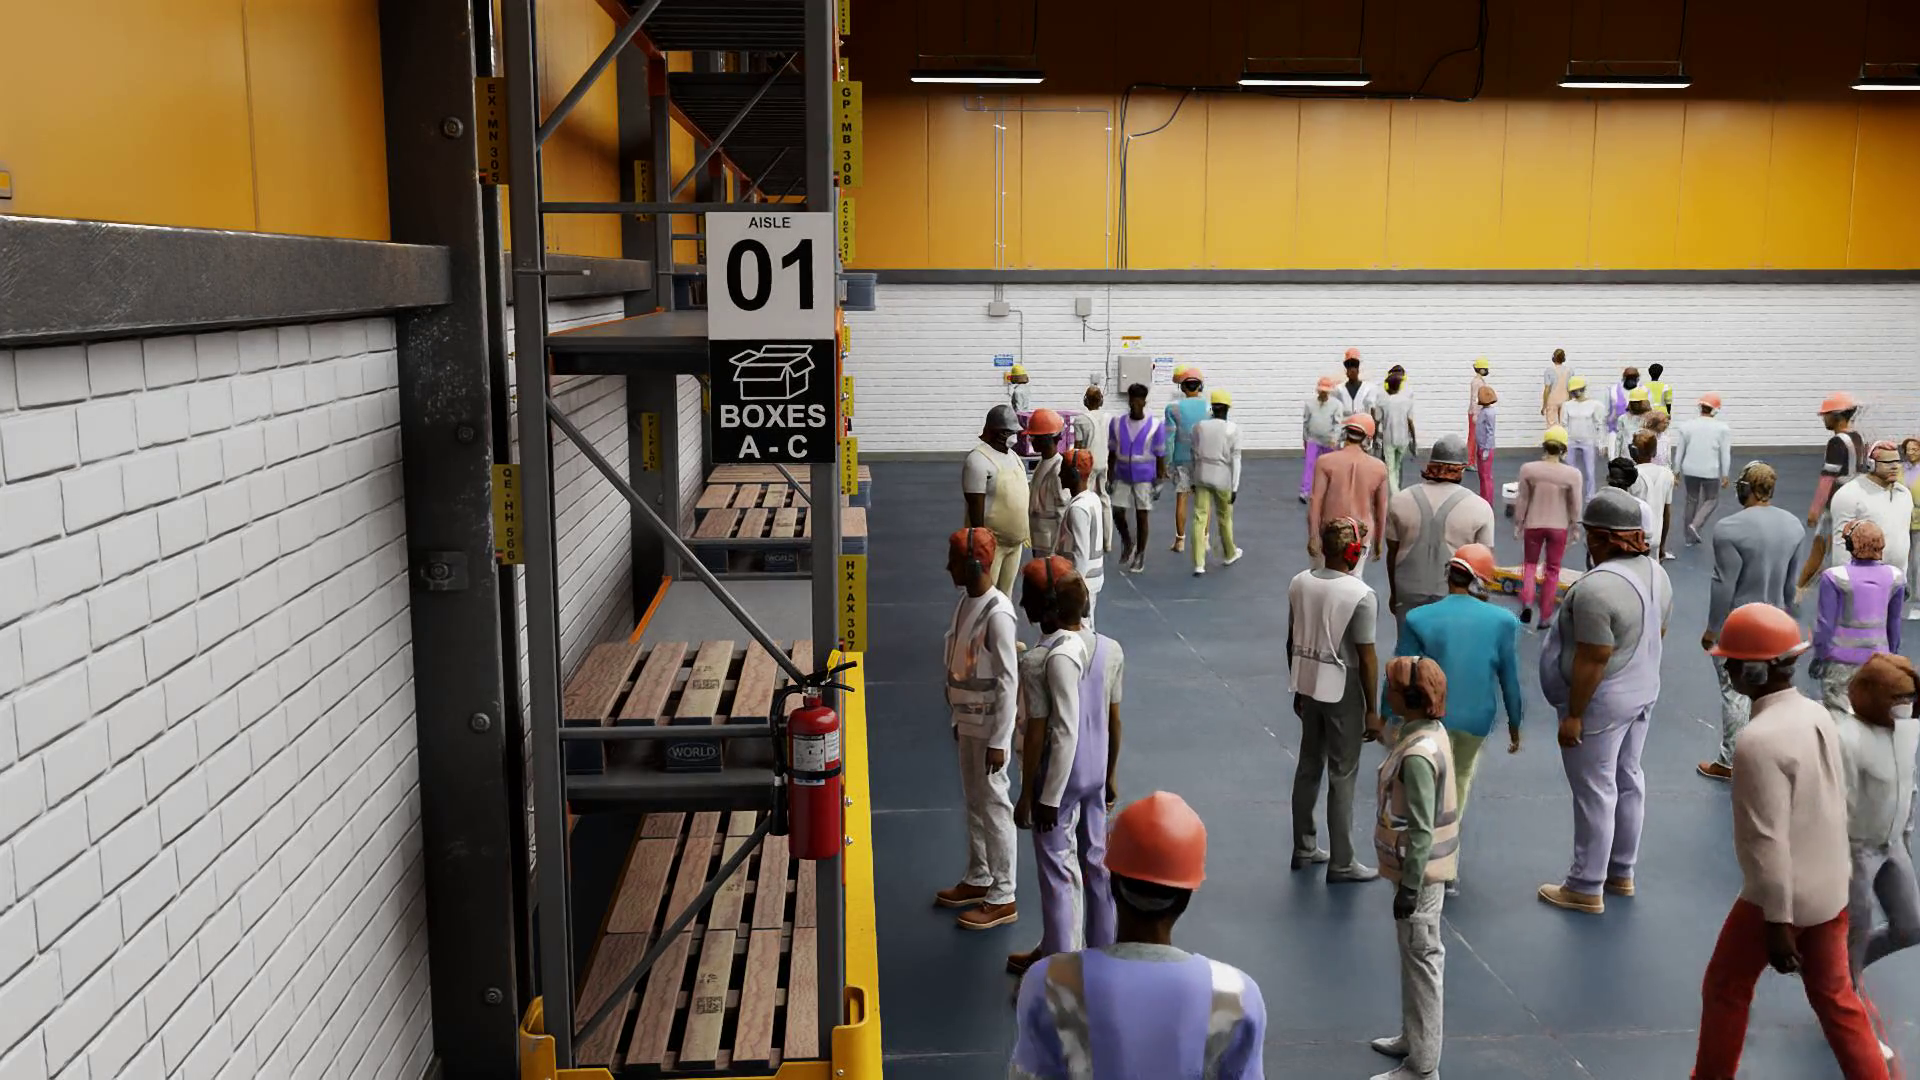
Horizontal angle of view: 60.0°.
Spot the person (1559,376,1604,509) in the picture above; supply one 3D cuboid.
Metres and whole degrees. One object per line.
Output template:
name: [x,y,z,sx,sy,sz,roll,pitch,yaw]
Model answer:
person: [7.958,-1.217,21.335,0.585,1.730,0.334,7,12,39]

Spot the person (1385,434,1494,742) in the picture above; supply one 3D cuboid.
person: [3.095,0.319,10.710,0.690,2.000,0.535,5,10,30]

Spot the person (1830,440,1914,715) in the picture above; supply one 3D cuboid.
person: [6.307,0.264,11.480,0.642,1.909,0.409,-3,10,-20]

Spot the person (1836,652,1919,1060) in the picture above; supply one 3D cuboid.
person: [3.513,1.211,6.417,0.534,1.612,0.367,-5,10,-27]

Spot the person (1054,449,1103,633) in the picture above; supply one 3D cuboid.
person: [0.788,0.322,11.187,0.345,1.882,0.584,2,9,11]

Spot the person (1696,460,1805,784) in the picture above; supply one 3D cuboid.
person: [4.716,0.492,9.945,0.636,1.938,0.355,-3,10,-20]

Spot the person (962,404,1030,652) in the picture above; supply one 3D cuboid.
person: [0.328,-0.075,13.190,0.535,2.000,0.683,6,11,35]

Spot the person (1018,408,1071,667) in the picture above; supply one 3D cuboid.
person: [0.657,0.023,12.567,0.377,2.042,0.605,-2,9,-12]

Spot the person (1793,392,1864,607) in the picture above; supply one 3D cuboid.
person: [7.813,-0.320,14.919,1.015,1.982,0.632,7,12,39]

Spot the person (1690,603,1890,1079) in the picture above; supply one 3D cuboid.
person: [2.861,1.191,5.652,0.645,1.933,0.868,-7,11,-38]

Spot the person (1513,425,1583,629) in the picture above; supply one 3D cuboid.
person: [5.053,-0.110,14.287,0.558,1.751,0.360,6,11,31]

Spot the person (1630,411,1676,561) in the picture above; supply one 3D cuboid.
person: [7.415,-0.604,17.928,0.531,1.589,0.885,-5,10,-27]

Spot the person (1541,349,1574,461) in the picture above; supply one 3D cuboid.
person: [9.721,-2.191,27.085,0.506,1.845,0.344,-1,9,-5]

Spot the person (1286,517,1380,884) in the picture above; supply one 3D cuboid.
person: [1.861,0.798,8.334,0.379,1.838,0.570,-6,11,-32]

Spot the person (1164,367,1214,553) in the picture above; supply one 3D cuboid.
person: [2.526,-0.868,18.185,0.605,2.035,0.389,0,9,2]

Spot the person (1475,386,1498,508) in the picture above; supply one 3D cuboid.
person: [6.666,-1.144,21.176,0.280,1.633,0.502,1,9,4]

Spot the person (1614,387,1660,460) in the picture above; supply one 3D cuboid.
person: [7.854,-0.906,19.339,0.493,1.742,0.322,6,11,34]

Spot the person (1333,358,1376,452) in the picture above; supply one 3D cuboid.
person: [5.467,-1.572,23.047,0.613,1.912,1.043,3,10,19]

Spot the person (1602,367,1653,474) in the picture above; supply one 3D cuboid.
person: [9.019,-1.432,22.486,0.658,1.787,0.960,3,10,19]

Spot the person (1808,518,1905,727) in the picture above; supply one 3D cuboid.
person: [5.171,0.696,9.612,0.522,1.637,0.305,-1,9,-6]

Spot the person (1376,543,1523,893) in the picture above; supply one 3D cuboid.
person: [2.427,0.858,8.356,0.691,1.697,0.729,0,9,2]

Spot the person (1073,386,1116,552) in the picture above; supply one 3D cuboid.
person: [1.471,-0.764,18.193,0.518,1.834,0.356,-4,10,-24]

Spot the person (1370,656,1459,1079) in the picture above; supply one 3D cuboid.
person: [1.696,1.235,6.213,0.313,1.639,0.517,3,10,18]

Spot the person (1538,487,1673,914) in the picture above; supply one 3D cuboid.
person: [3.052,0.752,7.998,0.677,2.000,0.536,-8,12,-41]

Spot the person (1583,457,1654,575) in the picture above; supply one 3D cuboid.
person: [4.878,0.224,12.376,0.322,1.699,0.533,-6,11,-32]

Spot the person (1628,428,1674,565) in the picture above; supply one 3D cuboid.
person: [5.318,0.045,13.042,0.513,1.845,0.335,-3,10,-18]

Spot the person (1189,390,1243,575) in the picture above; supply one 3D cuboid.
person: [2.609,-0.599,17.021,0.616,1.858,1.013,5,10,28]

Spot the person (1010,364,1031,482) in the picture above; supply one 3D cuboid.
person: [0.869,-1.687,24.254,0.313,1.739,0.484,3,10,20]

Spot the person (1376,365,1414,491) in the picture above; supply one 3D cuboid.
person: [5.718,-1.373,21.877,0.534,1.868,0.309,-1,9,-5]

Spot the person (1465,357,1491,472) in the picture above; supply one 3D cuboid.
person: [8.044,-1.943,25.777,0.324,1.767,0.533,5,10,29]

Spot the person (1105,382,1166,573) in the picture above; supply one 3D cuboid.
person: [1.773,-0.634,16.965,0.654,1.949,0.420,3,10,21]

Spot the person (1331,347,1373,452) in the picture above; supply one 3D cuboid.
person: [5.976,-1.987,25.454,0.658,1.961,0.772,1,9,4]

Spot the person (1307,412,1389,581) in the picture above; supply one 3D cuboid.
person: [3.079,-0.032,13.233,0.651,1.943,0.590,0,9,2]

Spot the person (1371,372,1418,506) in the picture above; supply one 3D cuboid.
person: [5.470,-1.187,20.877,0.546,1.831,0.914,-1,9,-9]

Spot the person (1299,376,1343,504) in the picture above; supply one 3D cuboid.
person: [4.798,-1.330,22.119,0.560,1.705,0.894,4,10,25]

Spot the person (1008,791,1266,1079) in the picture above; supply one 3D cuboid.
person: [0.394,1.529,3.603,0.563,1.901,0.724,-1,9,-4]

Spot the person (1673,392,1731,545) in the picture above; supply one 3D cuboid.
person: [8.270,-0.781,18.569,0.627,1.730,0.480,9,13,44]

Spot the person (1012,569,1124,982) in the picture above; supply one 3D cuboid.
person: [0.452,1.019,6.934,0.516,1.842,0.324,-6,11,-34]

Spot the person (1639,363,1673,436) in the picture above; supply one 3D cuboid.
person: [10.570,-1.844,25.370,0.534,1.697,0.322,4,10,21]

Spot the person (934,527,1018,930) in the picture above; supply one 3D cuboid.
person: [0.096,0.866,7.769,0.352,1.883,0.576,-3,9,-17]

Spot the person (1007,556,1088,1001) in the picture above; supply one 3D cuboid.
person: [0.381,0.992,6.978,0.356,1.885,0.574,0,9,0]

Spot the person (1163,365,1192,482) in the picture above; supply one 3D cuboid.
person: [3.172,-1.720,24.512,0.798,1.709,0.508,7,12,39]
